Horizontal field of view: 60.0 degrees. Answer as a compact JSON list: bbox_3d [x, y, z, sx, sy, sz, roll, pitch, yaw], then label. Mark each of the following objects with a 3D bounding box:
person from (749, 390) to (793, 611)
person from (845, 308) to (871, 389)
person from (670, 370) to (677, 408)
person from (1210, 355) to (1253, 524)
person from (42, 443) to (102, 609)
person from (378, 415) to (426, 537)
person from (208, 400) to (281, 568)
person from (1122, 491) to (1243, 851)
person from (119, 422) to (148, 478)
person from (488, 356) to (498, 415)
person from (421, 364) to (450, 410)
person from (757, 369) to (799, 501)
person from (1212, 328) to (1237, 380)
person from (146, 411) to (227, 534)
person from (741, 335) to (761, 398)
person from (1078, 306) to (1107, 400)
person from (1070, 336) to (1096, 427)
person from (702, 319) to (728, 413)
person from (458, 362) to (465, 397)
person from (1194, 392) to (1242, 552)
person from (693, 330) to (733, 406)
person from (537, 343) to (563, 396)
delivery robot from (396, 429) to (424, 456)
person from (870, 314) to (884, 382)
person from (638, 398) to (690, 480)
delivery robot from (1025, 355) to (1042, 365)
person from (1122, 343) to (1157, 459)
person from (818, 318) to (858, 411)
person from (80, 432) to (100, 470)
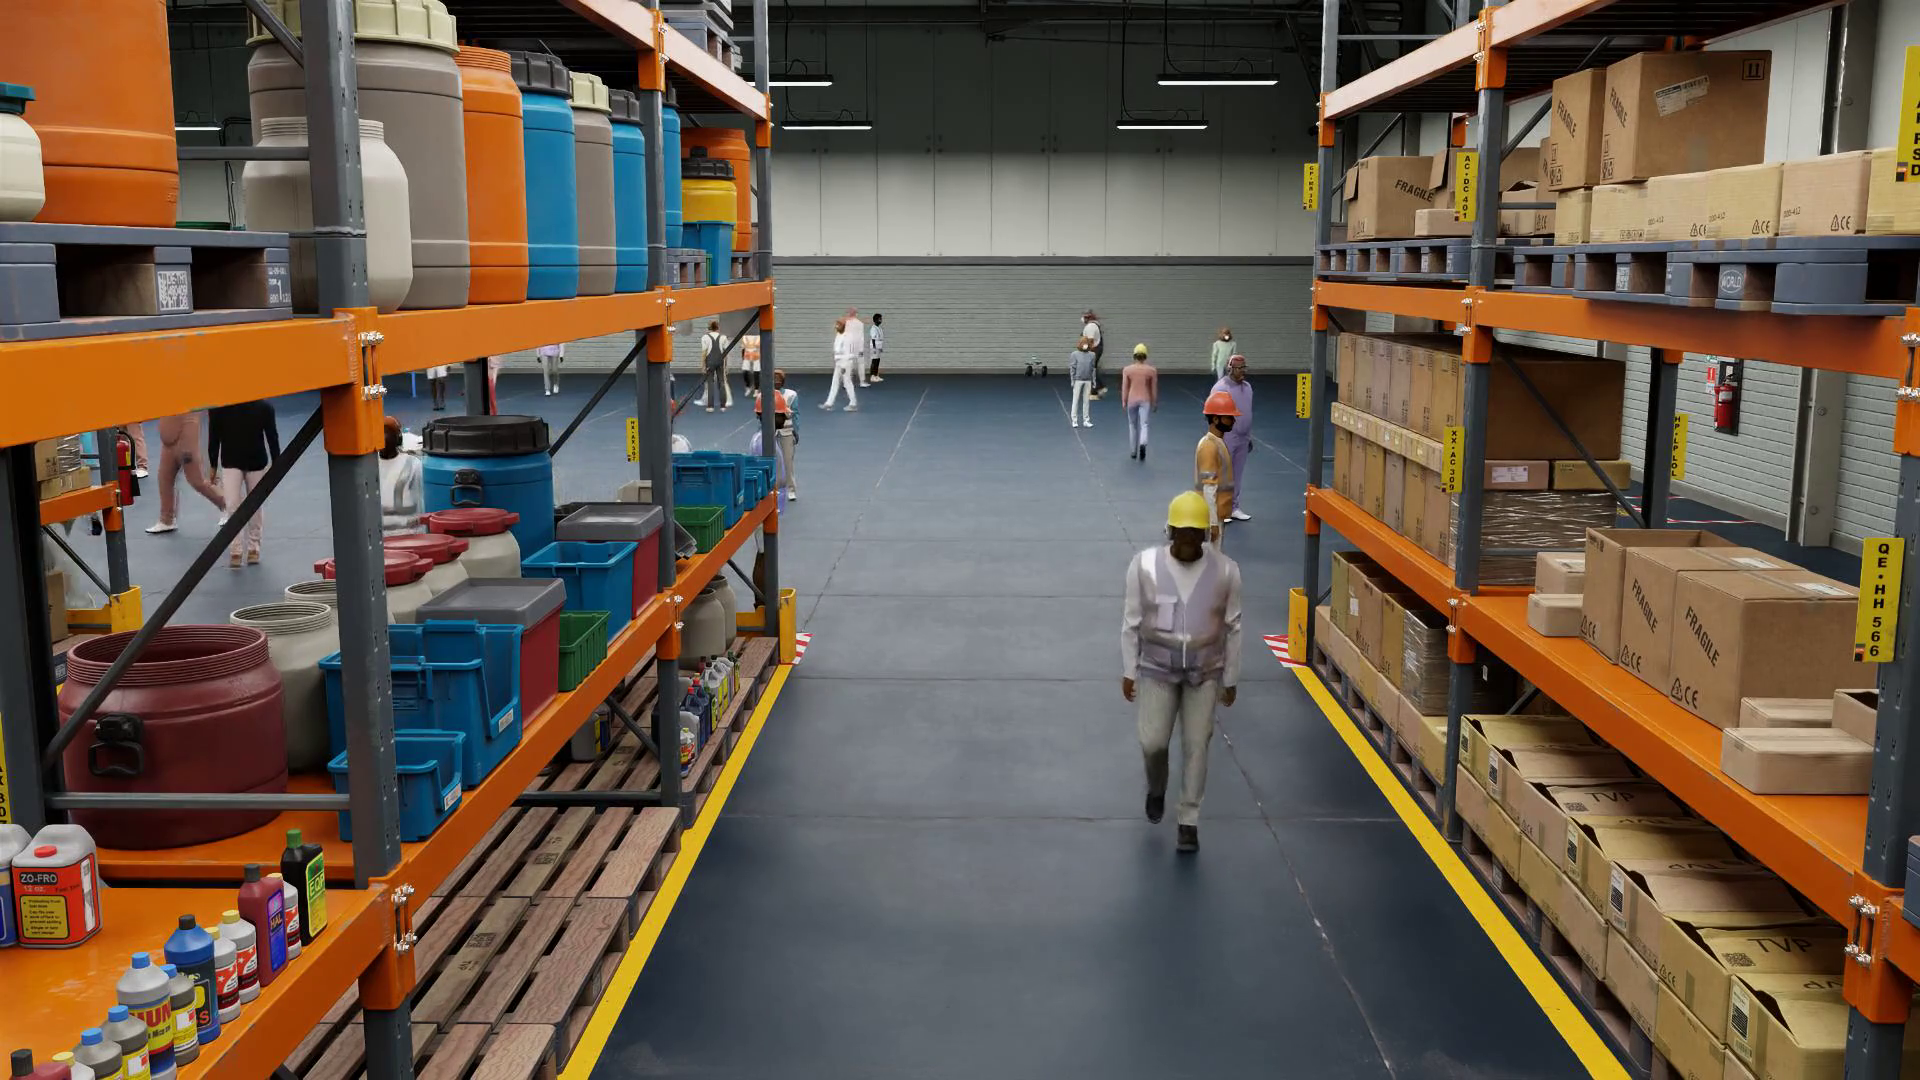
[{"bbox_3d":[-1.526,-0.242,13.398,0.377,1.938,0.547,-1,10,-7],"label":"person"},{"bbox_3d":[-2.440,-4.488,39.002,0.667,1.873,0.876,6,11,32],"label":"person"},{"bbox_3d":[-5.831,-3.338,32.743,0.538,1.667,0.754,-9,13,-43],"label":"person"},{"bbox_3d":[3.134,-1.159,18.988,0.643,1.908,0.399,-9,13,-42],"label":"person"},{"bbox_3d":[-7.276,-0.208,13.420,1.050,1.873,0.602,3,10,18],"label":"person"},{"bbox_3d":[-4.246,-0.036,12.514,0.591,1.833,0.997,4,10,24],"label":"person"},{"bbox_3d":[-6.922,-0.708,16.097,0.653,1.961,0.904,-4,10,-22],"label":"person"},{"bbox_3d":[1.125,0.646,8.421,0.613,1.821,0.437,1,9,4],"label":"person"},{"bbox_3d":[-11.490,-1.798,22.858,0.636,1.899,0.402,4,10,20],"label":"person"},{"bbox_3d":[-8.567,-2.883,29.925,0.544,1.716,0.897,0,9,-2],"label":"person"},{"bbox_3d":[-10.478,-3.522,33.148,0.568,1.900,0.872,-2,10,-12],"label":"person"},{"bbox_3d":[-2.260,-1.309,20.714,0.519,1.633,0.311,-1,10,-4],"label":"person"},{"bbox_3d":[5.450,-3.517,34.008,0.523,1.592,0.801,-1,10,-8],"label":"person"},{"bbox_3d":[-8.549,-1.038,18.374,0.647,1.875,0.882,6,11,32],"label":"person"},{"bbox_3d":[-4.528,-3.935,36.282,0.539,1.687,0.402,1,10,8],"label":"person"},{"bbox_3d":[2.825,-4.035,35.939,0.564,2.000,0.707,2,10,9],"label":"person"},{"bbox_3d":[2.219,-2.854,29.952,0.498,1.634,0.281,-3,10,-18],"label":"person"},{"bbox_3d":[-4.845,-3.446,32.870,0.516,1.843,0.325,-4,10,-21],"label":"person"},{"bbox_3d":[-10.699,-4.055,36.424,0.902,1.887,0.689,5,11,27],"label":"person"},{"bbox_3d":[2.040,-0.210,13.208,0.356,1.937,0.552,2,10,13],"label":"person"},{"bbox_3d":[-5.049,-3.526,34.109,0.814,1.591,0.514,1,9,3],"label":"person"},{"bbox_3d":[-9.164,-4.191,37.172,0.590,1.905,0.781,-1,10,-6],"label":"person"},{"bbox_3d":[-8.047,-1.377,24.180,0.477,0.478,0.707,3,10,15],"label":"delivery robot"},{"bbox_3d":[-2.069,-4.769,41.263,0.323,1.689,0.530,3,10,16],"label":"person"},{"bbox_3d":[-2.433,-0.285,13.848,1.008,1.879,0.634,-5,11,-28],"label":"person"},{"bbox_3d":[1.928,-4.688,43.237,0.335,0.223,0.698,4,10,23],"label":"delivery robot"},{"bbox_3d":[2.692,-2.073,24.975,0.534,1.744,0.745,1,10,7],"label":"person"},{"bbox_3d":[-2.391,-3.474,33.014,0.811,1.850,0.604,-5,11,-29],"label":"person"},{"bbox_3d":[-12.624,-1.915,23.713,0.565,1.841,0.396,0,9,1],"label":"person"}]
